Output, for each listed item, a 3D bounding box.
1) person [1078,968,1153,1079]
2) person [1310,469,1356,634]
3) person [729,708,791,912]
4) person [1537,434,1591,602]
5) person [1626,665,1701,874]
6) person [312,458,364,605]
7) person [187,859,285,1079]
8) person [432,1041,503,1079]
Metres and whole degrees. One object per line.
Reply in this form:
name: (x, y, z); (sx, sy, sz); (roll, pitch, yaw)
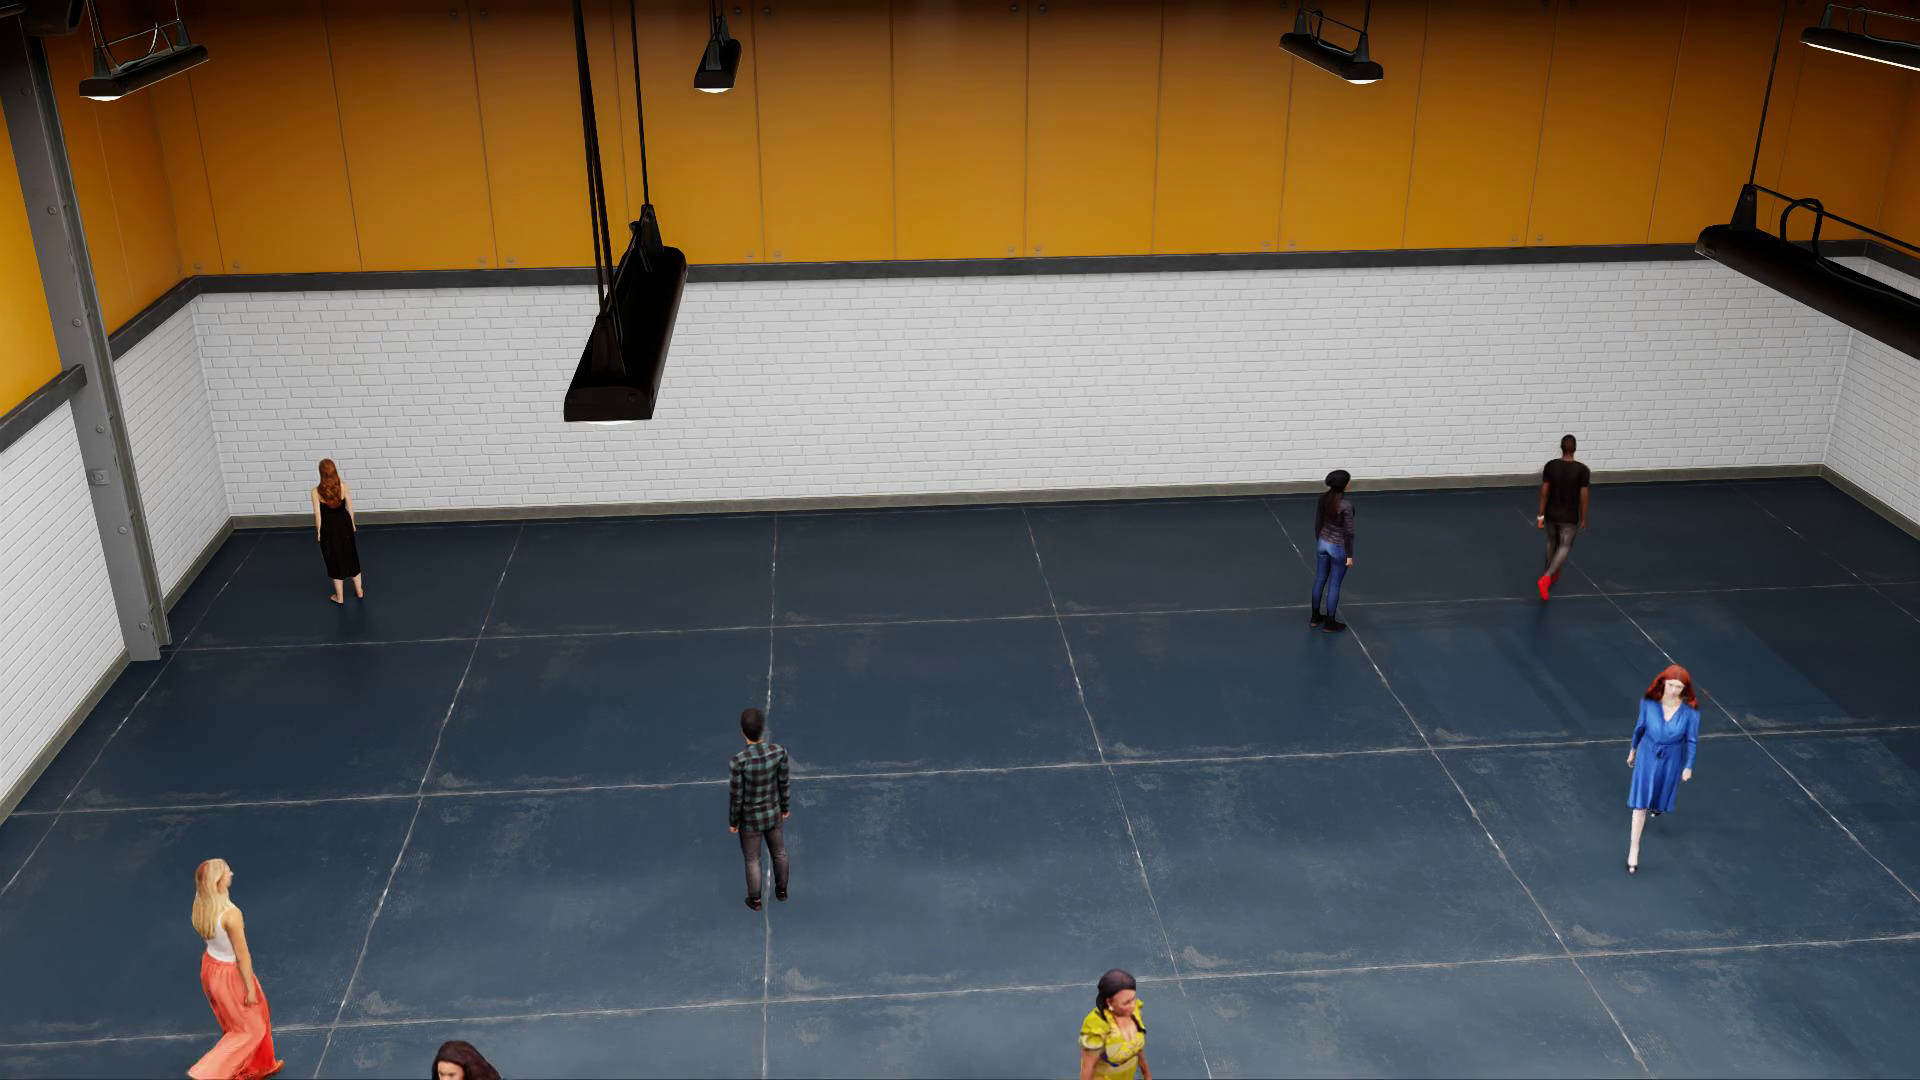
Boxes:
person: (0.826, 3.242, 9.987); (1.315, 1.608, 1.296); (17, 29, 34)
person: (3.808, 0.097, 17.011); (0.772, 1.746, 0.658); (-15, 28, -31)
person: (-1.537, 2.062, 12.687); (0.750, 1.714, 0.686); (-13, 27, -28)
person: (6.382, -0.226, 17.706); (1.097, 1.780, 1.163); (18, 29, 35)
person: (5.553, 1.750, 13.161); (1.004, 1.800, 1.111); (16, 28, 33)
person: (-6.609, -0.108, 17.630); (0.678, 1.625, 0.725); (-18, 29, -35)
person: (-4.751, 2.865, 10.626); (0.949, 1.787, 1.029); (15, 28, 31)
person: (-2.735, 3.478, 9.494); (0.774, 1.571, 1.131); (4, 24, 8)
